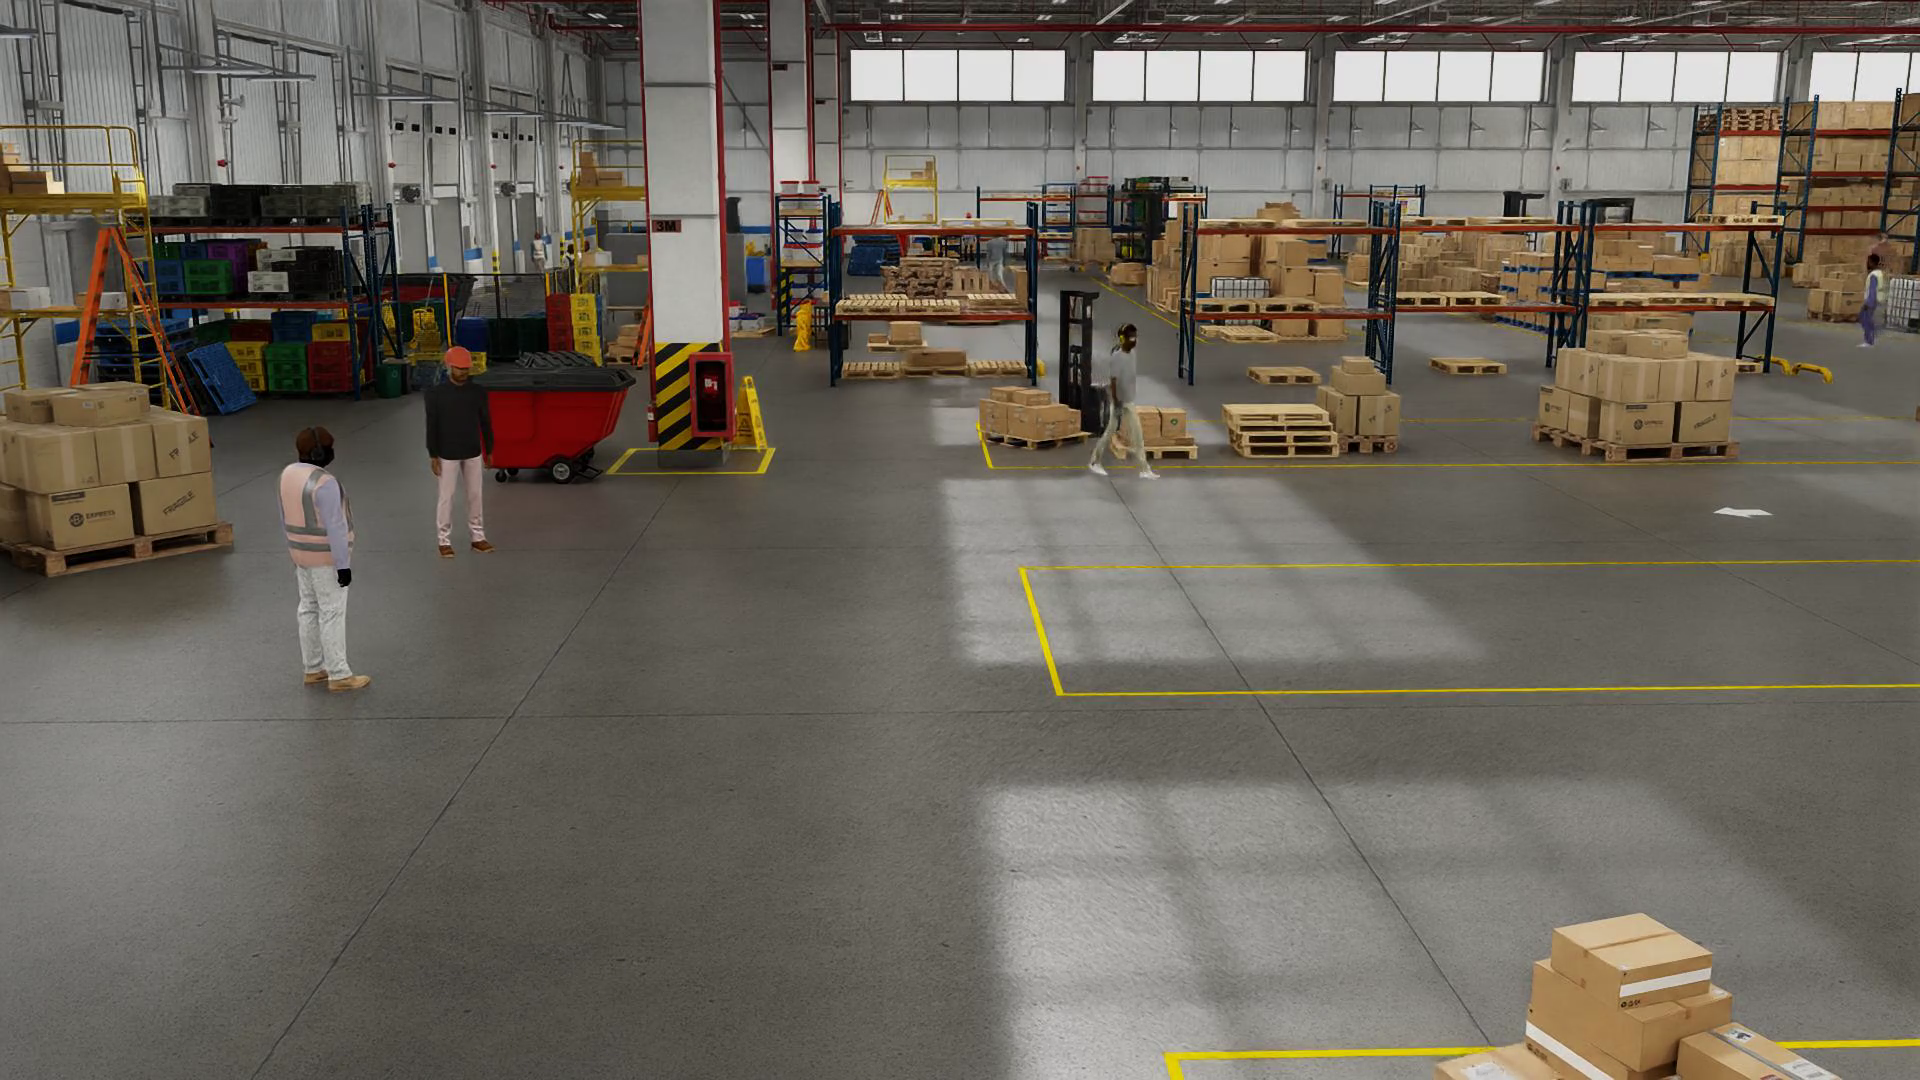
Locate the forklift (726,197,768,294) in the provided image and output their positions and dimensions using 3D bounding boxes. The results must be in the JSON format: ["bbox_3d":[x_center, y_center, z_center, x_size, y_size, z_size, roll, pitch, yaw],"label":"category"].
[{"bbox_3d":[-6.625,-8.602,48.560,1.873,2.768,1.129,0,12,-2],"label":"forklift"}]

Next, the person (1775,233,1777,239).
[{"bbox_3d":[29.334,-10.447,59.714,0.513,1.639,0.311,6,14,25],"label":"person"}]

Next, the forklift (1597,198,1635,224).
[{"bbox_3d":[18.434,-8.256,46.995,1.129,2.768,1.873,8,15,33],"label":"forklift"}]

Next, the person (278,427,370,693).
[{"bbox_3d":[-4.401,0.130,11.498,0.635,1.842,0.429,10,16,37],"label":"person"}]

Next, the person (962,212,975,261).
[{"bbox_3d":[0.362,-12.243,67.131,0.552,1.942,0.340,4,13,19],"label":"person"}]

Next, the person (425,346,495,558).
[{"bbox_3d":[-4.627,-0.813,15.458,0.631,1.981,0.431,-9,15,-35],"label":"person"}]

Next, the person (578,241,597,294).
[{"bbox_3d":[-9.229,-6.458,41.147,0.583,1.881,0.337,1,13,3],"label":"person"}]

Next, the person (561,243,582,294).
[{"bbox_3d":[-9.392,-6.264,40.358,0.506,1.846,0.351,-4,13,-16],"label":"person"}]

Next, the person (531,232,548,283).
[{"bbox_3d":[-13.656,-9.172,53.971,0.544,1.623,0.375,-1,13,-7],"label":"person"}]

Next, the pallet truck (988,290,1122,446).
[{"bbox_3d":[1.257,-2.299,22.111,1.885,1.965,0.823,-9,15,-35],"label":"pallet truck"}]

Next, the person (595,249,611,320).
[{"bbox_3d":[-8.698,-6.224,40.523,0.498,1.679,0.929,-3,13,-11],"label":"person"}]

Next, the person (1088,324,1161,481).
[{"bbox_3d":[1.901,-1.621,19.471,0.992,1.824,0.549,12,17,43],"label":"person"}]

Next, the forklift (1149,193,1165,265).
[{"bbox_3d":[6.713,-10.463,56.963,1.873,2.768,1.129,0,12,-1],"label":"forklift"}]

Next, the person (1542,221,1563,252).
[{"bbox_3d":[19.248,-9.352,54.026,0.661,1.972,0.613,7,14,30],"label":"person"}]

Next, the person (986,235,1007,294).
[{"bbox_3d":[1.074,-8.195,48.980,0.644,1.894,1.007,-3,13,-14],"label":"person"}]

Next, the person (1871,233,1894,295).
[{"bbox_3d":[25.683,-7.574,46.231,0.672,1.862,0.906,1,13,3],"label":"person"}]

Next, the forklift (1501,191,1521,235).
[{"bbox_3d":[20.793,-11.780,62.907,1.873,2.768,1.129,0,12,-2],"label":"forklift"}]

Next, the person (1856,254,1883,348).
[{"bbox_3d":[18.588,-4.878,33.980,0.478,1.899,0.615,7,15,30],"label":"person"}]
